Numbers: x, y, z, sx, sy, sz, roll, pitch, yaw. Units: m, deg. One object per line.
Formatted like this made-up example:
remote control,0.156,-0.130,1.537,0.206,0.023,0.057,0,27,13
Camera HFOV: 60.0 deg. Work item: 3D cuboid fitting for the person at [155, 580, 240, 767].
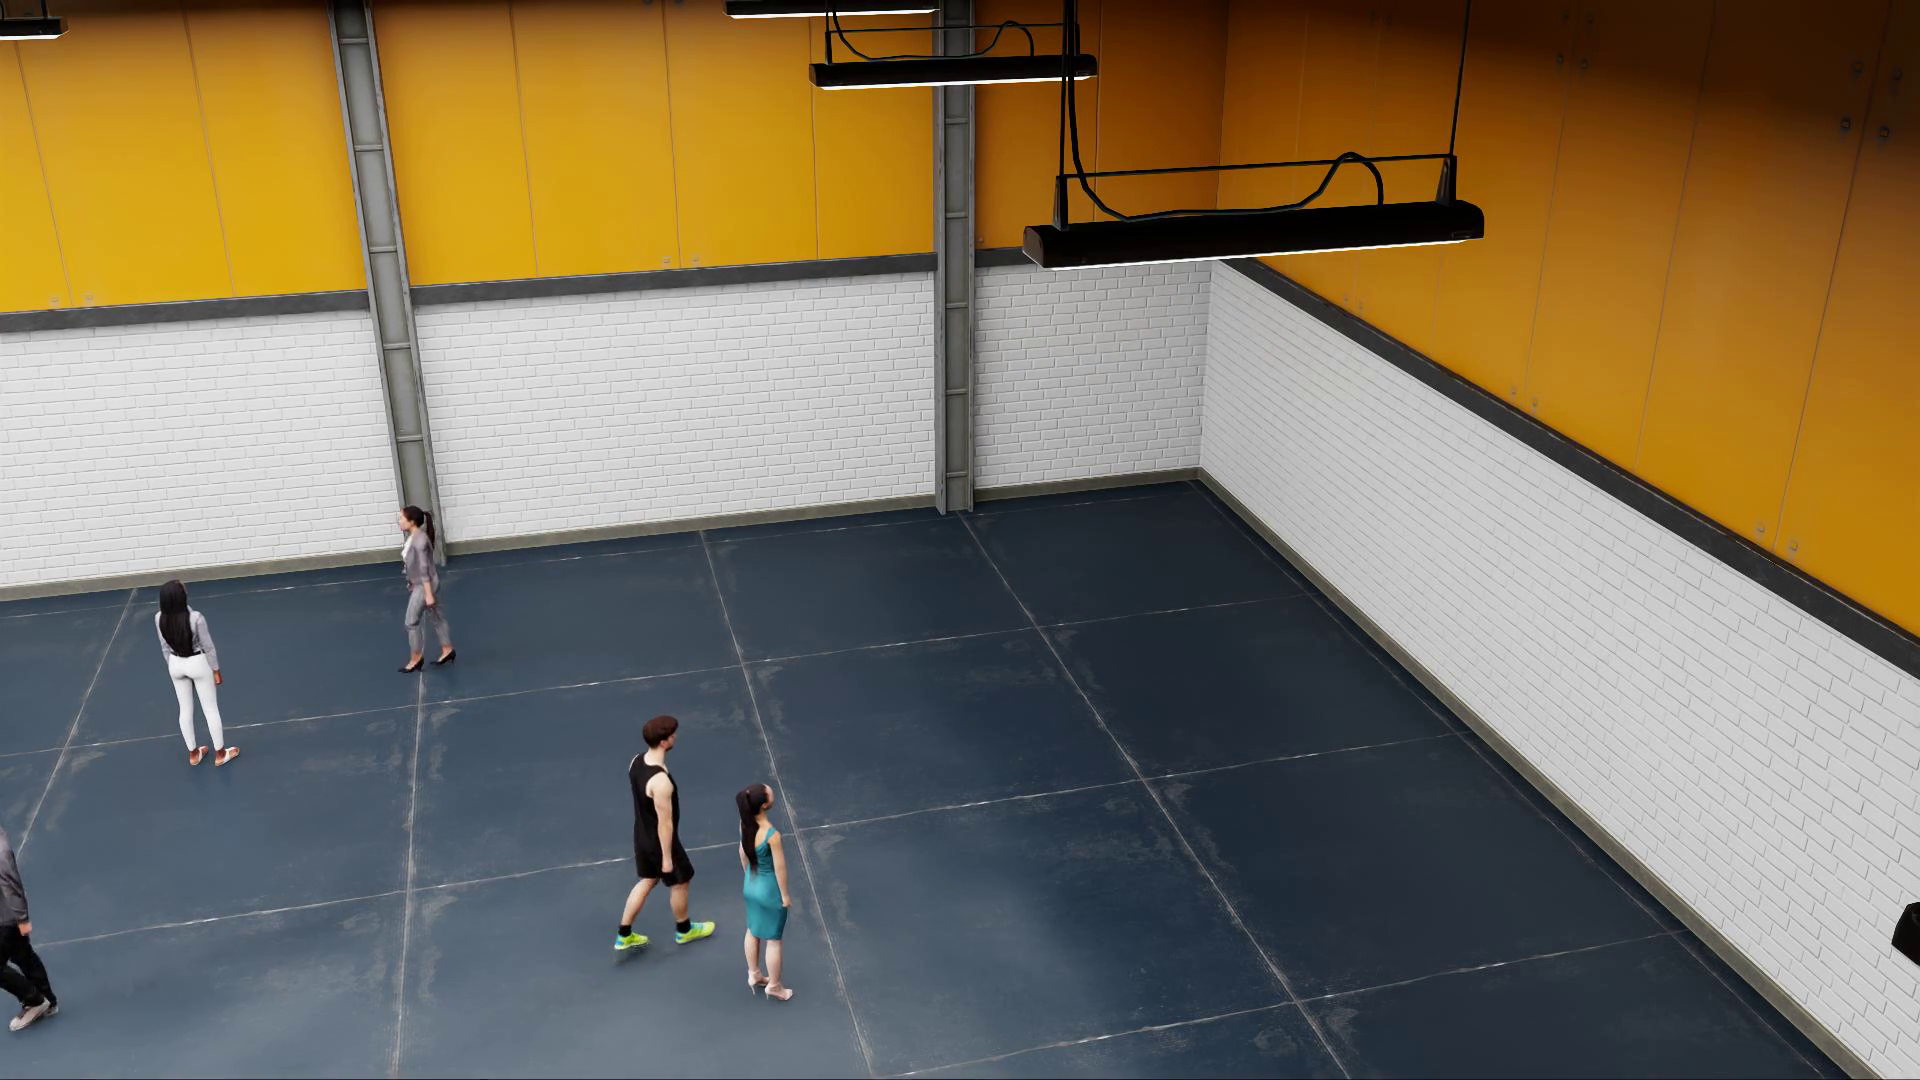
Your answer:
person,-6.535,1.118,14.153,0.573,1.725,0.722,2,24,4

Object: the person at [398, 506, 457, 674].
person,-4.979,0.455,15.754,0.768,1.657,0.658,-7,25,-16

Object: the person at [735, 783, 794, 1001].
person,-1.333,2.383,11.308,0.624,1.686,0.641,20,30,37

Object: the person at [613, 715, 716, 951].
person,-2.193,2.110,11.706,1.089,1.868,0.912,-17,29,-34

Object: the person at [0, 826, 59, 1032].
person,-6.266,2.451,11.074,0.723,1.749,0.712,-16,28,-32
